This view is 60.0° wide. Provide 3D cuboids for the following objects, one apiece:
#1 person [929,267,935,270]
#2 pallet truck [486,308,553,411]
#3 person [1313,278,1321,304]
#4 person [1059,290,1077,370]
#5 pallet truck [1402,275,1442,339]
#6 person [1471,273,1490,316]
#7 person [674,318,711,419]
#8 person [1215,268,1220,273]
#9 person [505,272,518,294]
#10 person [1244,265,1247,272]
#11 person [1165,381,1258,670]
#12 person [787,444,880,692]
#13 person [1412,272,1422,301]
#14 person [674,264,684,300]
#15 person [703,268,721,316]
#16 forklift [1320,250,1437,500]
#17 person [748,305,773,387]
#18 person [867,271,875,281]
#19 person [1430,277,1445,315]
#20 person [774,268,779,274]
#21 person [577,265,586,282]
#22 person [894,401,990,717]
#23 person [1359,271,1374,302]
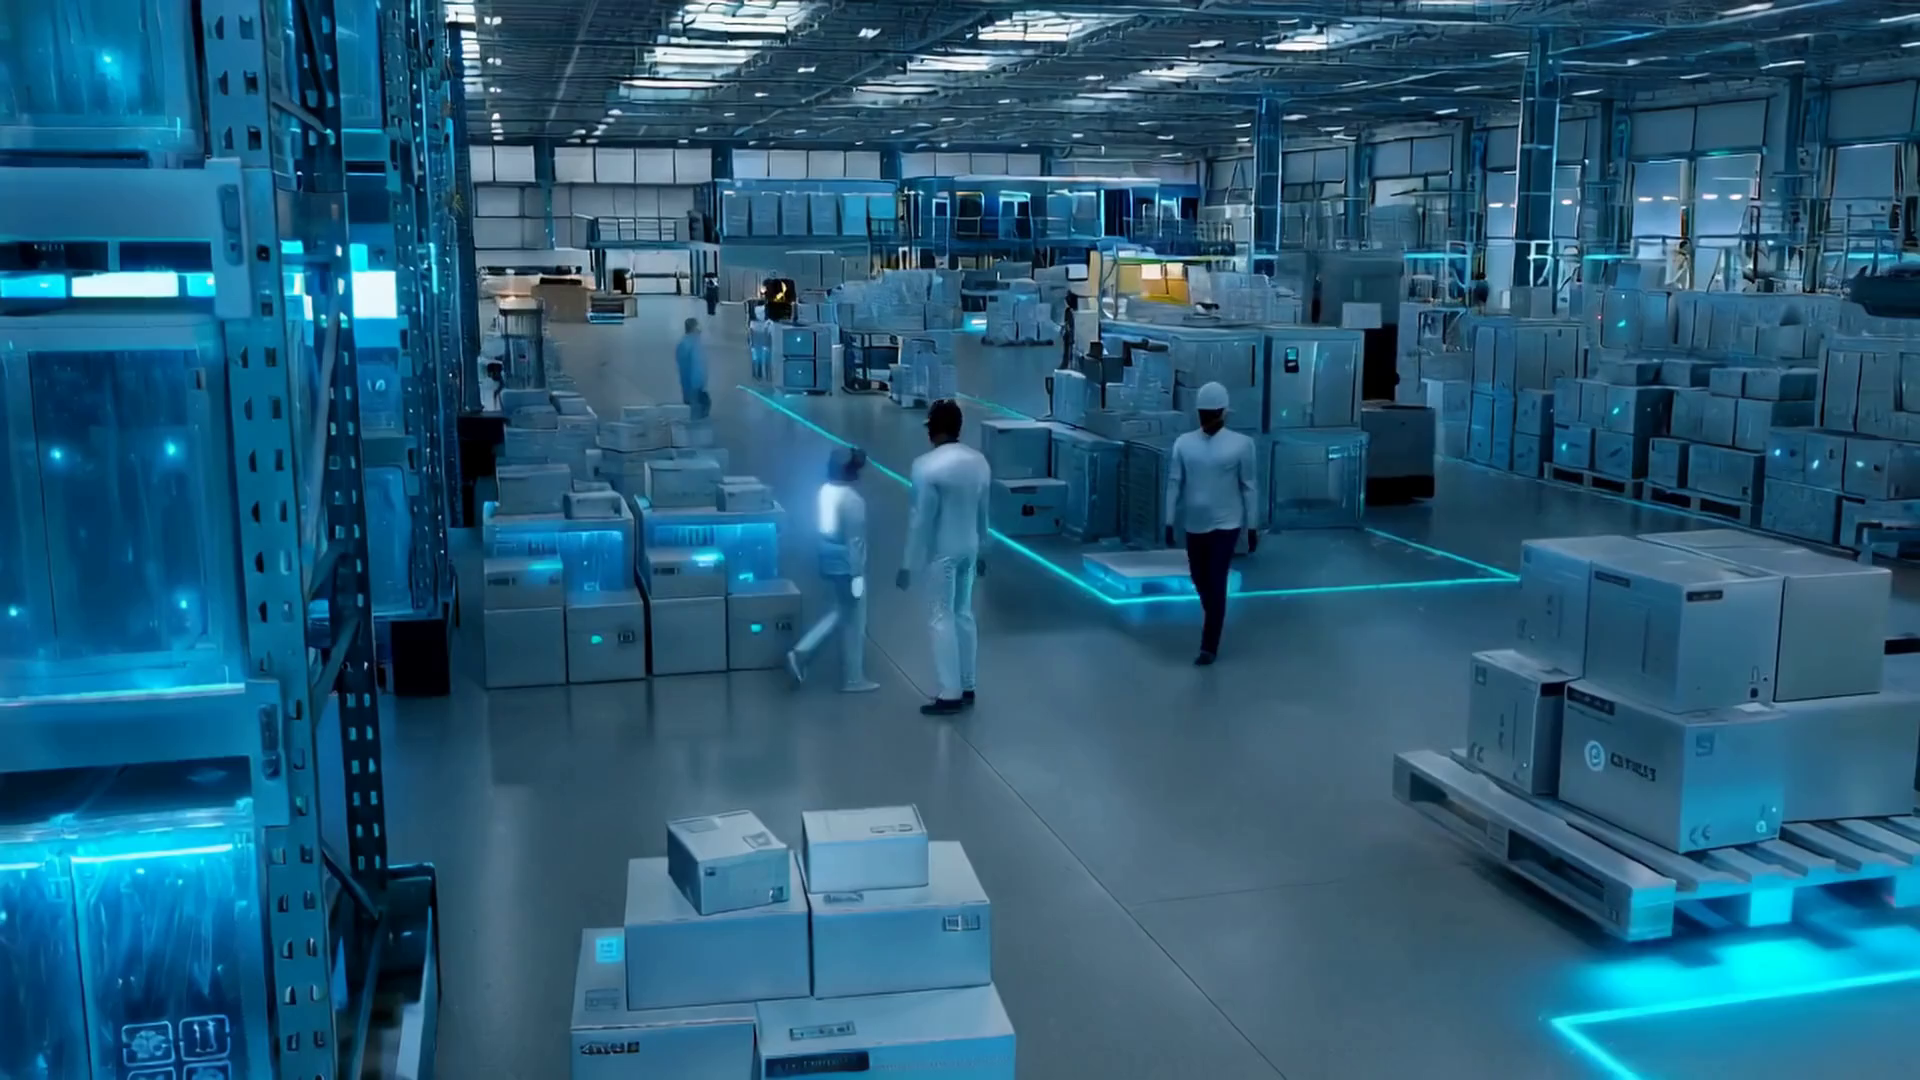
[{"bbox_3d":[-1.185,-10.238,68.586,0.638,2.018,0.580,-8,13,-38],"label":"person"},{"bbox_3d":[-6.242,-2.418,24.362,0.823,1.965,1.885,1,10,3],"label":"pallet truck"},{"bbox_3d":[11.943,-7.892,55.853,0.539,1.831,0.896,-7,12,-33],"label":"person"},{"bbox_3d":[2.362,-4.443,36.048,0.392,1.922,0.591,-1,10,-8],"label":"person"},{"bbox_3d":[14.620,-7.324,52.145,0.823,1.965,1.885,8,13,40],"label":"pallet truck"},{"bbox_3d":[18.563,-8.580,59.467,0.677,1.917,1.001,6,12,30],"label":"person"},{"bbox_3d":[-3.704,-2.154,23.239,0.413,1.873,0.709,-8,13,-39],"label":"person"},{"bbox_3d":[12.697,-12.637,82.748,0.632,1.826,0.607,-8,13,-37],"label":"person"},{"bbox_3d":[-19.731,-10.902,73.181,0.552,1.719,0.888,0,10,0],"label":"person"},{"bbox_3d":[13.477,-12.030,78.800,0.396,1.992,0.619,0,10,1],"label":"person"},{"bbox_3d":[1.773,-0.145,11.638,0.637,1.960,0.969,5,11,27],"label":"person"},{"bbox_3d":[-0.805,0.193,10.619,0.520,1.623,0.539,-6,12,-30],"label":"person"},{"bbox_3d":[21.286,-11.675,77.709,0.540,1.677,0.631,-4,11,-23],"label":"person"},{"bbox_3d":[-15.177,-13.934,89.762,0.356,1.930,0.589,7,12,33],"label":"person"},{"bbox_3d":[-10.253,-10.297,68.860,0.684,2.000,1.036,0,10,2],"label":"person"},{"bbox_3d":[4.586,-1.932,19.114,1.129,2.768,1.873,-3,10,-16],"label":"forklift"},{"bbox_3d":[-4.073,-3.949,33.919,0.539,1.687,0.369,1,10,7],"label":"person"},{"bbox_3d":[-3.524,-9.981,67.525,1.035,1.881,0.640,-3,10,-17],"label":"person"},{"bbox_3d":[17.175,-8.554,59.693,0.644,1.803,0.952,1,10,8],"label":"person"},{"bbox_3d":[-7.901,-10.730,71.614,0.553,1.936,0.370,-4,11,-21],"label":"person"},{"bbox_3d":[-19.707,-13.364,86.668,0.587,1.882,0.342,8,13,38],"label":"person"},{"bbox_3d":[-0.030,0.128,10.248,0.520,1.933,0.661,8,13,39],"label":"person"},{"bbox_3d":[19.108,-11.881,78.264,0.682,1.886,0.587,-2,10,-9],"label":"person"}]
